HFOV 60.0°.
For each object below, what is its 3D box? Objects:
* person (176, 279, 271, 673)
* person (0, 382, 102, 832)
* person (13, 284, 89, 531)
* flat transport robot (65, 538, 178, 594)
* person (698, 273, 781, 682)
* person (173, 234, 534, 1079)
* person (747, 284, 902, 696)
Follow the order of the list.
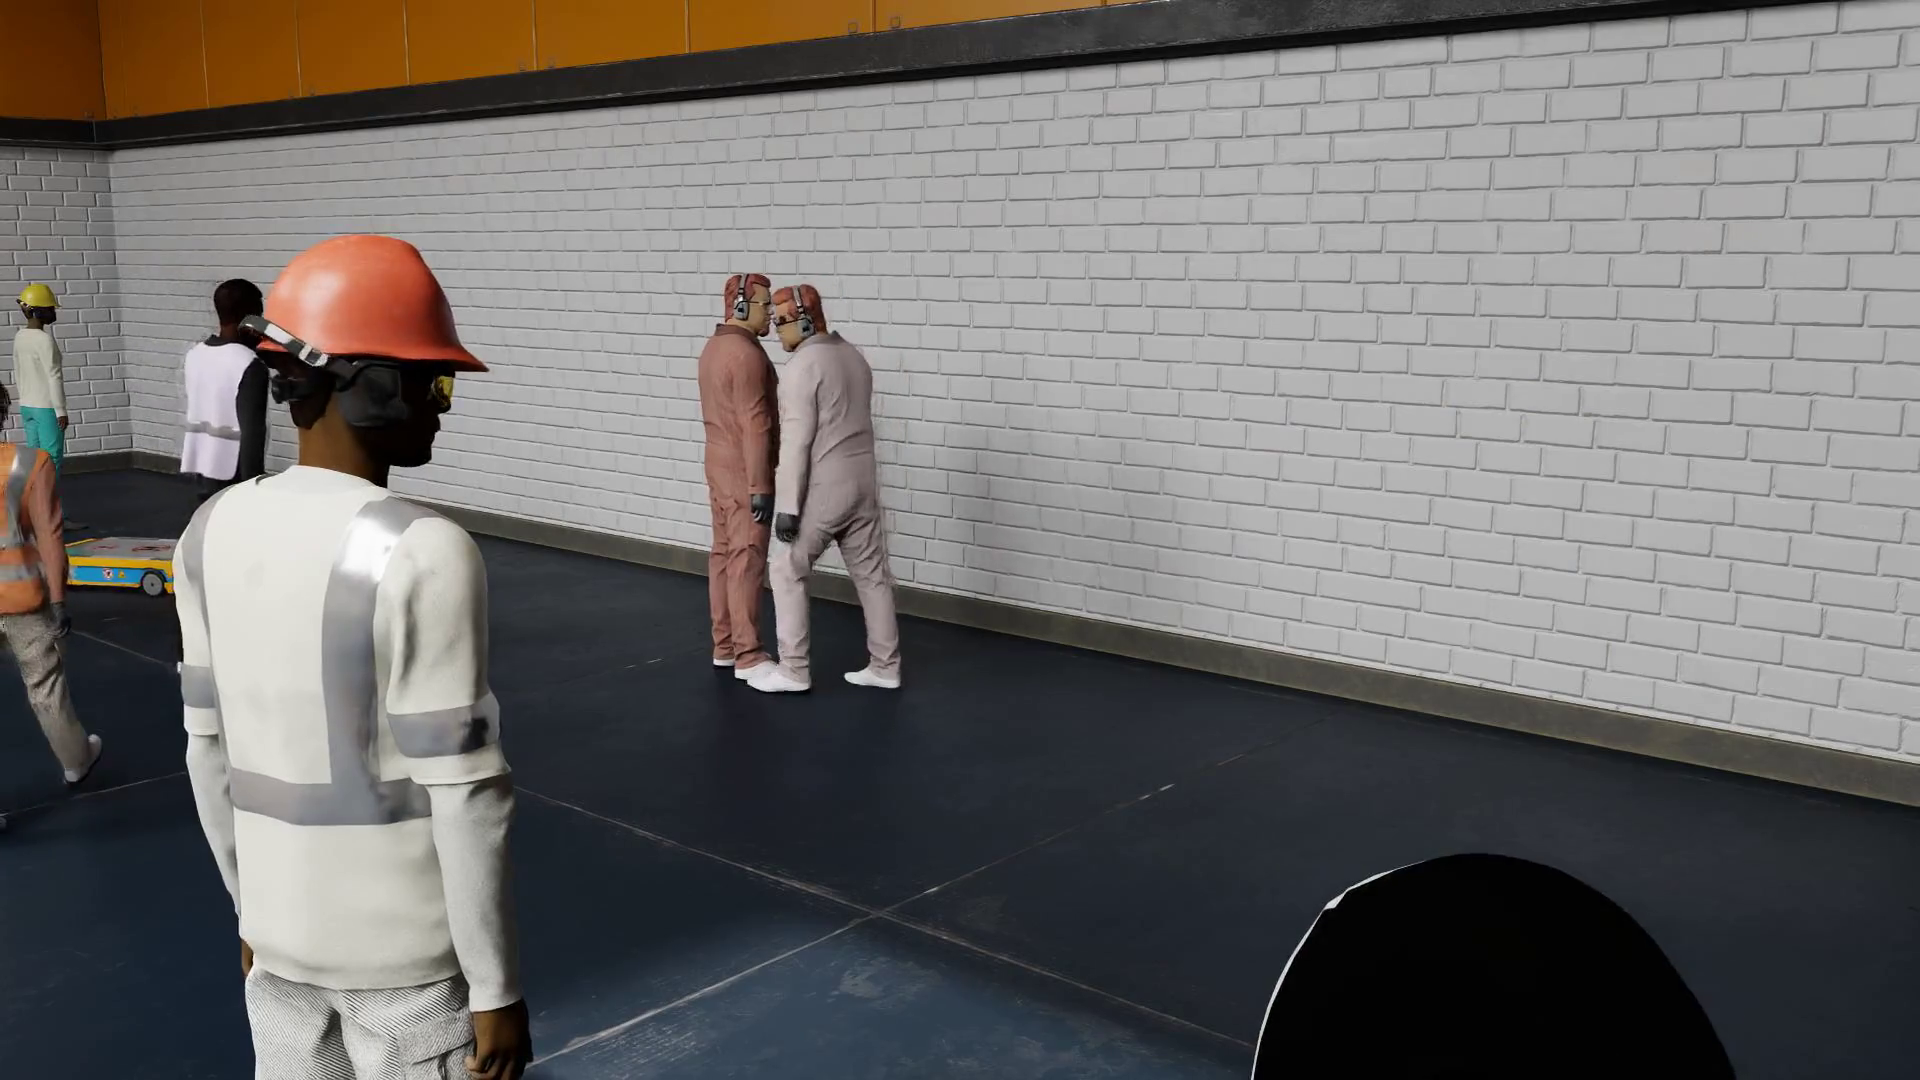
[{"bbox_3d":[-3.462,-0.325,8.114,0.610,1.865,0.975,6,12,32],"label":"person"},{"bbox_3d":[-3.390,0.203,5.872,0.529,1.592,0.848,-2,10,-13],"label":"person"},{"bbox_3d":[-6.546,-0.942,11.925,0.535,1.767,0.315,7,12,36],"label":"person"},{"bbox_3d":[-4.931,0.144,9.996,1.431,0.197,0.652,2,10,11],"label":"flat transport robot"},{"bbox_3d":[-0.996,-0.293,7.840,0.399,1.905,0.642,-4,11,-24],"label":"person"},{"bbox_3d":[-0.874,0.572,2.524,0.614,2.039,0.394,6,12,32],"label":"person"},{"bbox_3d":[-0.636,-0.203,7.476,0.659,1.865,0.656,5,11,28],"label":"person"}]
